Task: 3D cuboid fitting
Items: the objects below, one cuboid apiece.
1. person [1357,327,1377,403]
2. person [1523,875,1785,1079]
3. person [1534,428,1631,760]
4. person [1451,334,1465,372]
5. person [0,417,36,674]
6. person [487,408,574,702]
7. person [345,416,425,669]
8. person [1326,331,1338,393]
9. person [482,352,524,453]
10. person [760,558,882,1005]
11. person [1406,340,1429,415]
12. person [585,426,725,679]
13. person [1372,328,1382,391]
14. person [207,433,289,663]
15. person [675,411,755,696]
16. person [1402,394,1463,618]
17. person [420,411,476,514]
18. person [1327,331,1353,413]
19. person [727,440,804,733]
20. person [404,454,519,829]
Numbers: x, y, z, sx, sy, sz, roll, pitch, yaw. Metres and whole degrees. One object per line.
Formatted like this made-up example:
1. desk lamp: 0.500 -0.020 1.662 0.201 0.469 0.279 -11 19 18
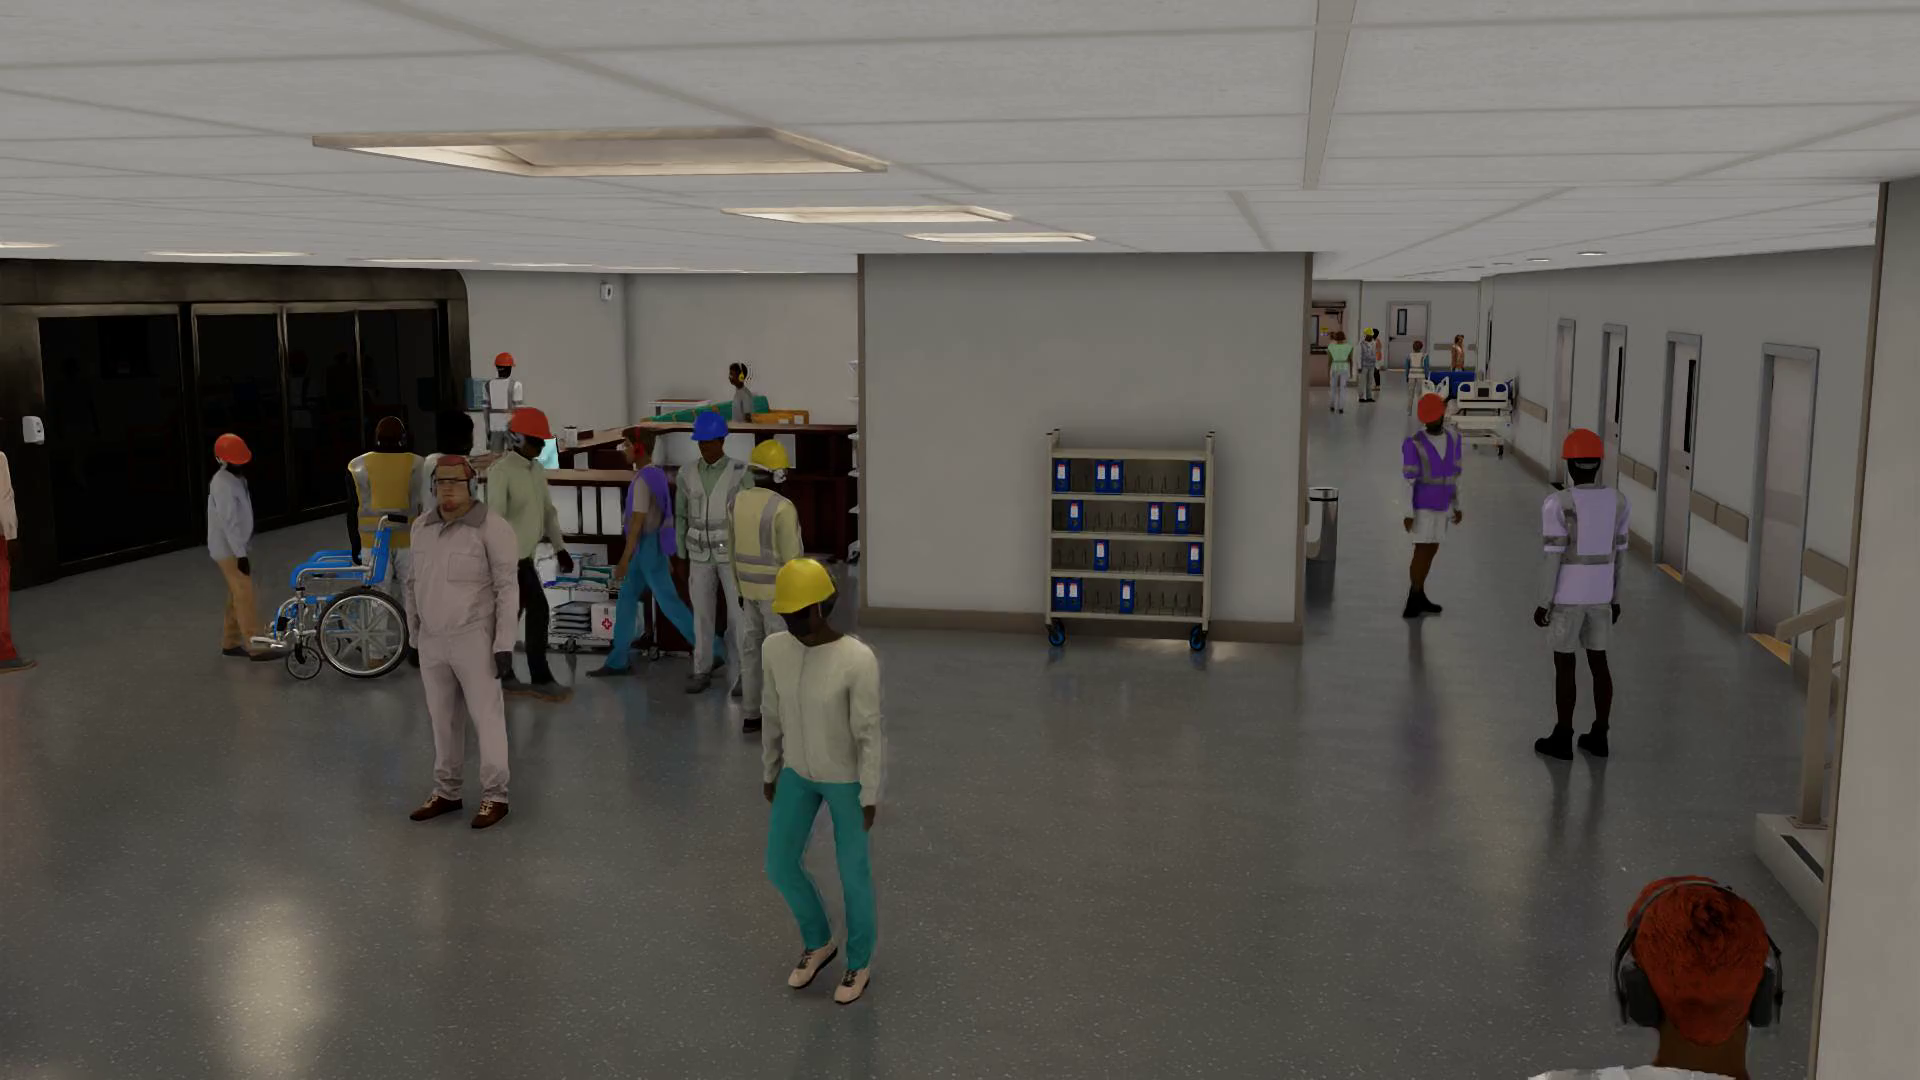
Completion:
1. person: 9.882 -4.239 40.343 0.596 1.826 0.403 -5 10 -30
2. person: 1.170 1.423 2.651 0.590 1.844 0.904 5 10 30
3. person: 3.614 0.315 9.735 0.550 1.933 0.373 -2 9 -12
4. person: 12.238 -4.238 40.923 0.311 1.642 0.513 8 12 44
5. person: -6.976 -0.037 11.884 0.623 1.989 0.399 3 9 16
6. person: -2.851 0.101 11.075 0.777 1.953 0.634 1 9 7
7. person: -4.086 0.026 12.005 0.627 1.837 0.430 -3 9 -17
8. person: 9.843 -4.679 43.867 0.311 1.636 0.521 5 10 29
9. person: -5.842 -1.441 21.388 0.548 1.937 0.379 2 9 11
10. person: -0.532 0.917 6.353 0.554 1.738 0.435 3 9 22
11. person: 9.920 -3.508 36.096 0.513 1.638 0.307 5 10 31
12. person: -2.134 0.099 11.689 0.976 1.804 0.575 -1 9 -8
13. person: 11.285 -4.903 45.180 0.323 1.687 0.536 4 9 23
14. person: -5.263 0.054 12.240 0.494 1.710 0.572 -2 9 -15
15. person: -1.640 0.094 11.216 0.601 1.938 0.418 2 9 16
16. person: 3.924 -0.291 13.935 0.590 1.888 0.521 -4 9 -25
17. person: -3.531 0.052 11.560 0.393 1.917 0.718 -6 10 -35
18. person: 8.505 -3.765 37.273 0.575 1.797 0.952 2 9 10
19. person: -1.153 0.301 10.169 0.602 1.830 0.404 8 12 44
20. person: -2.573 0.512 8.513 0.651 1.911 0.410 3 9 21
